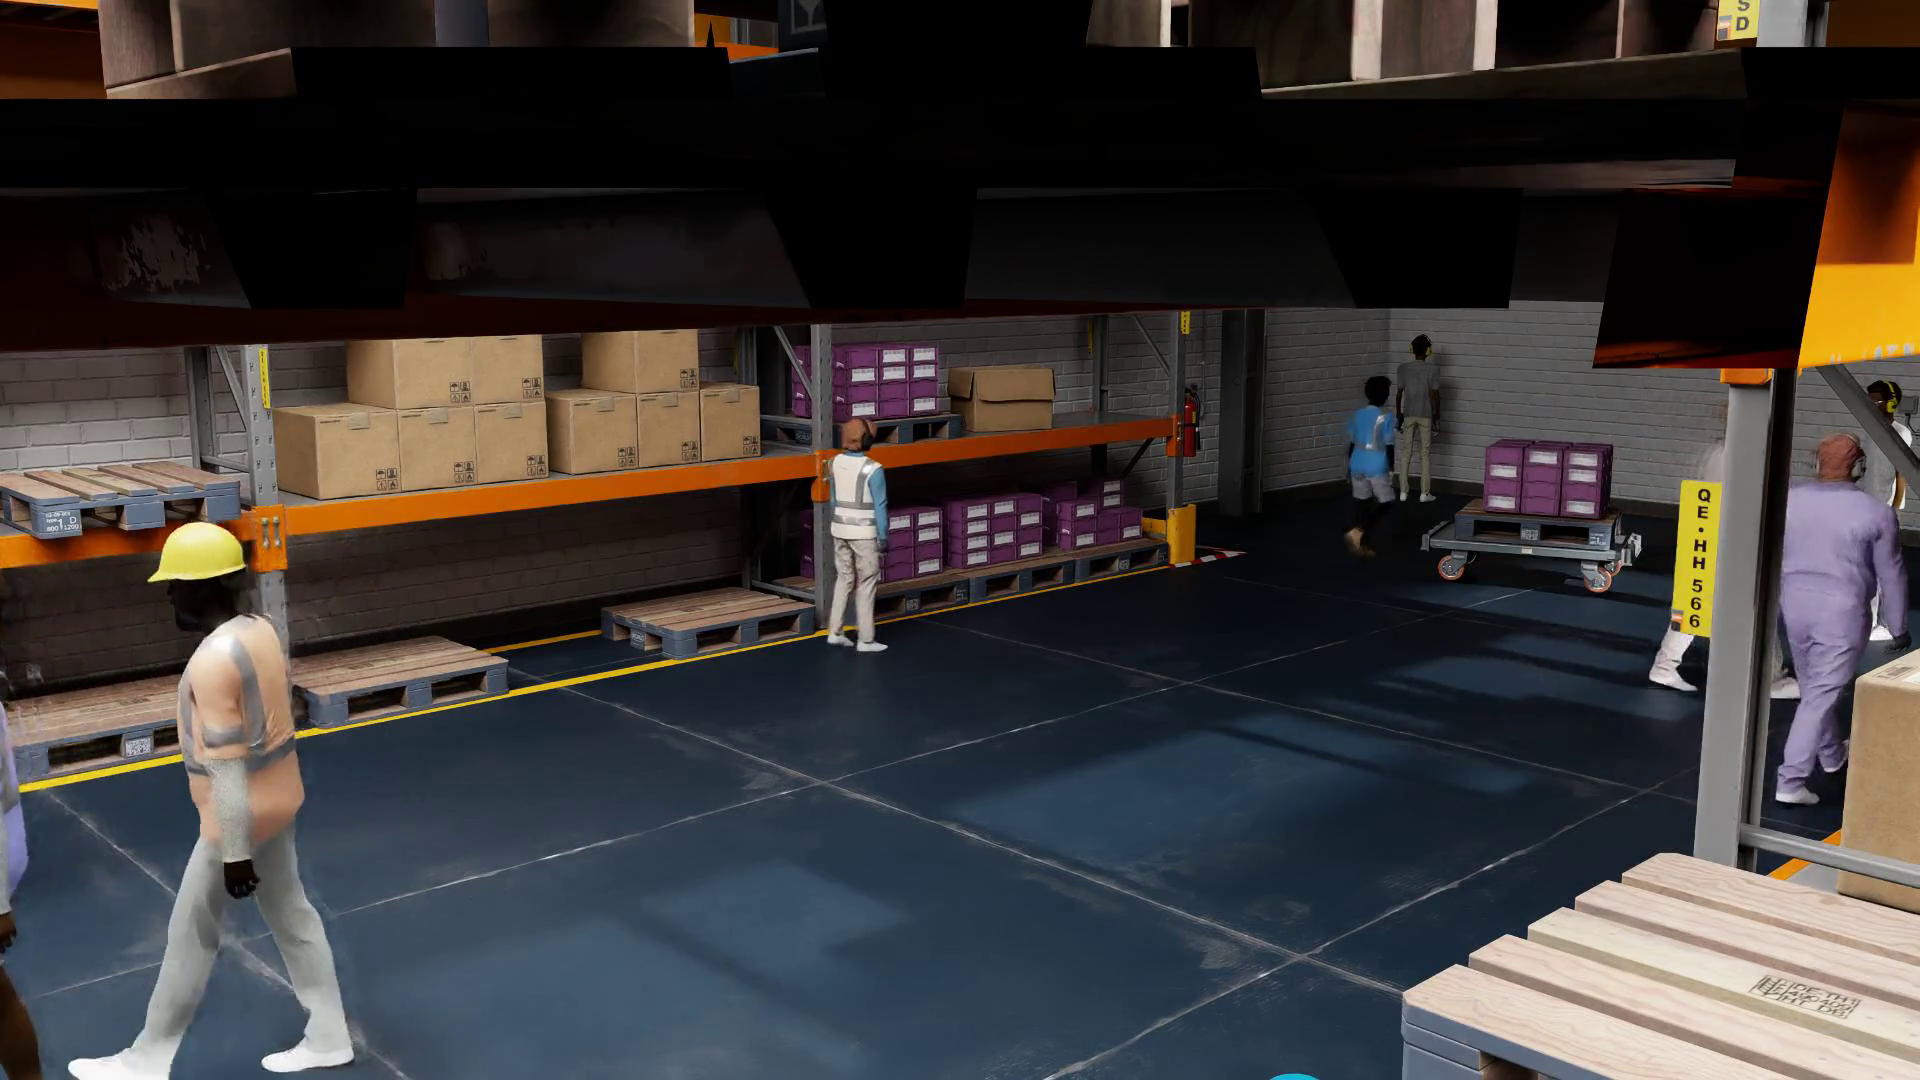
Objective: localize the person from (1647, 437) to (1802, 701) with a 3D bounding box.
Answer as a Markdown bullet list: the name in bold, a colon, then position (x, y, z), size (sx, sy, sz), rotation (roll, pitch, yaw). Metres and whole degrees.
- **person**: position (4.808, 0.068, 10.287), size (0.996, 1.853, 0.654), rotation (1, 10, 8)

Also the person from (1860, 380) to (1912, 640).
- **person**: position (6.578, -0.211, 11.921), size (0.316, 1.858, 0.514), rotation (0, 10, 1)

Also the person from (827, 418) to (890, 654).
- **person**: position (-0.709, -0.023, 11.463), size (0.542, 1.632, 0.327), rotation (8, 13, 40)

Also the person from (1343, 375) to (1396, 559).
- **person**: position (3.631, -0.631, 14.866), size (0.458, 1.677, 0.564), rotation (-6, 11, -30)

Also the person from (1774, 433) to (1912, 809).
- **person**: position (4.422, 0.391, 8.403), size (1.012, 1.853, 0.652), rotation (-6, 11, -32)

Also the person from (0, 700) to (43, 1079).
- **person**: position (-2.948, 0.971, 4.812), size (0.574, 1.913, 0.567), rotation (-8, 13, -39)

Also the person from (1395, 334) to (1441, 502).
- **person**: position (5.118, -1.355, 18.575), size (0.514, 1.872, 0.328), rotation (5, 11, 29)

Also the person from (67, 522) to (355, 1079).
- **person**: position (-2.472, 0.883, 5.418), size (0.925, 1.885, 0.609), rotation (-1, 10, -5)
